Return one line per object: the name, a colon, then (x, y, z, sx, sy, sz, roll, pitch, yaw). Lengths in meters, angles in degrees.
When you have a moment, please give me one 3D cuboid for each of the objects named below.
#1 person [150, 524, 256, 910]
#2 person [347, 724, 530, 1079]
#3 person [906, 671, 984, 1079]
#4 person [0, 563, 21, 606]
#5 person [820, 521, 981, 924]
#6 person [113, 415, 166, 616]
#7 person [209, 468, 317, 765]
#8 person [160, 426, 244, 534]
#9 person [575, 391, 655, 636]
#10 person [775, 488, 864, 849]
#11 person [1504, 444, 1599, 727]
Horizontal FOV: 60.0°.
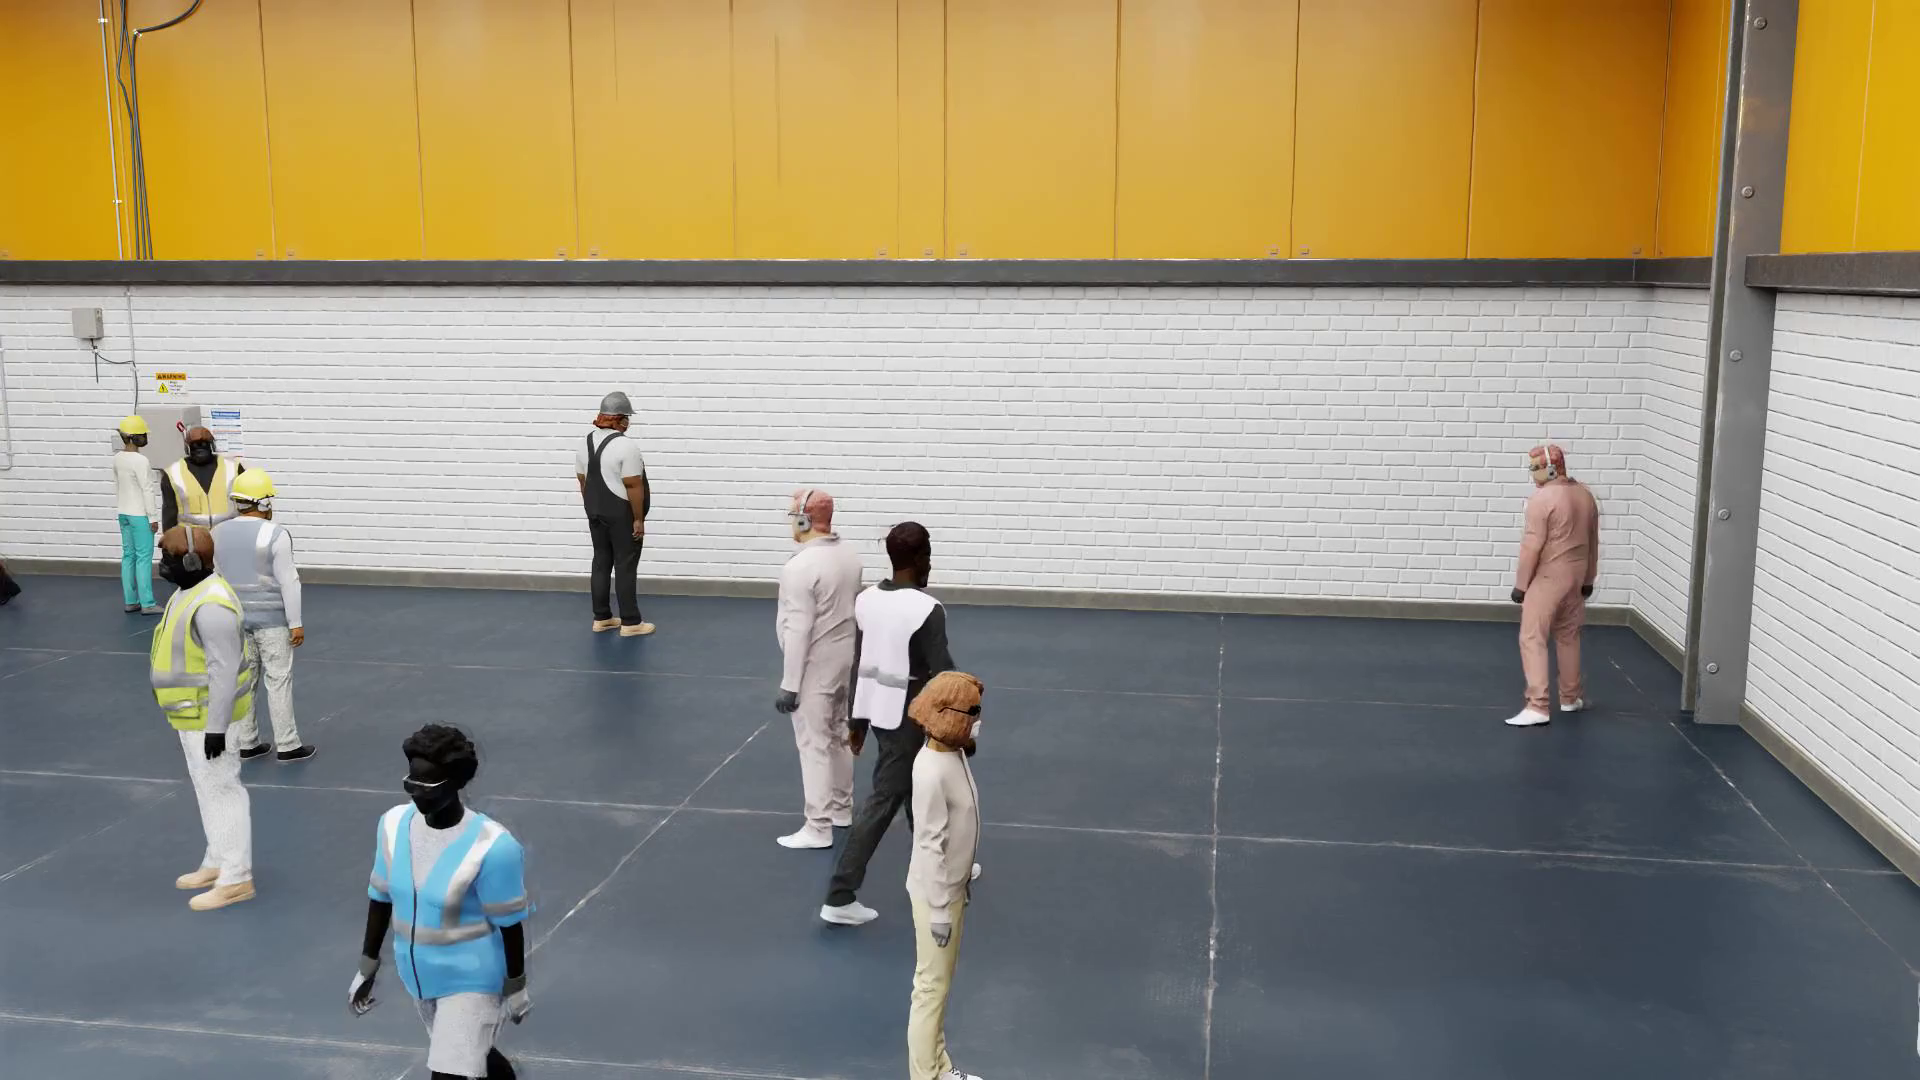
person: (-3.624, 0.835, 7.963, 0.429, 1.842, 0.633, -6, 11, -34)
person: (-1.599, 1.365, 5.273, 0.541, 1.654, 0.882, 5, 10, 28)
person: (-0.048, 1.265, 5.950, 0.283, 1.631, 0.499, 1, 9, 8)
person: (-8.760, -0.249, 14.632, 0.557, 1.866, 1.028, 2, 9, 13)
person: (-0.289, 0.846, 7.827, 0.991, 1.873, 0.597, -6, 11, -33)
person: (-7.242, -0.216, 14.675, 0.526, 1.768, 0.315, 6, 11, 34)
person: (-4.285, 0.472, 10.219, 0.586, 1.835, 0.403, 2, 10, 15)
person: (-5.881, 0.016, 13.037, 0.672, 1.835, 0.436, -5, 10, -27)
person: (-2.844, -0.230, 13.914, 0.684, 2.000, 0.535, 7, 12, 38)
person: (-0.766, 0.667, 8.816, 0.406, 1.906, 0.649, 4, 10, 23)
person: (4.034, 0.289, 11.256, 0.905, 1.876, 0.393, -7, 12, -37)
